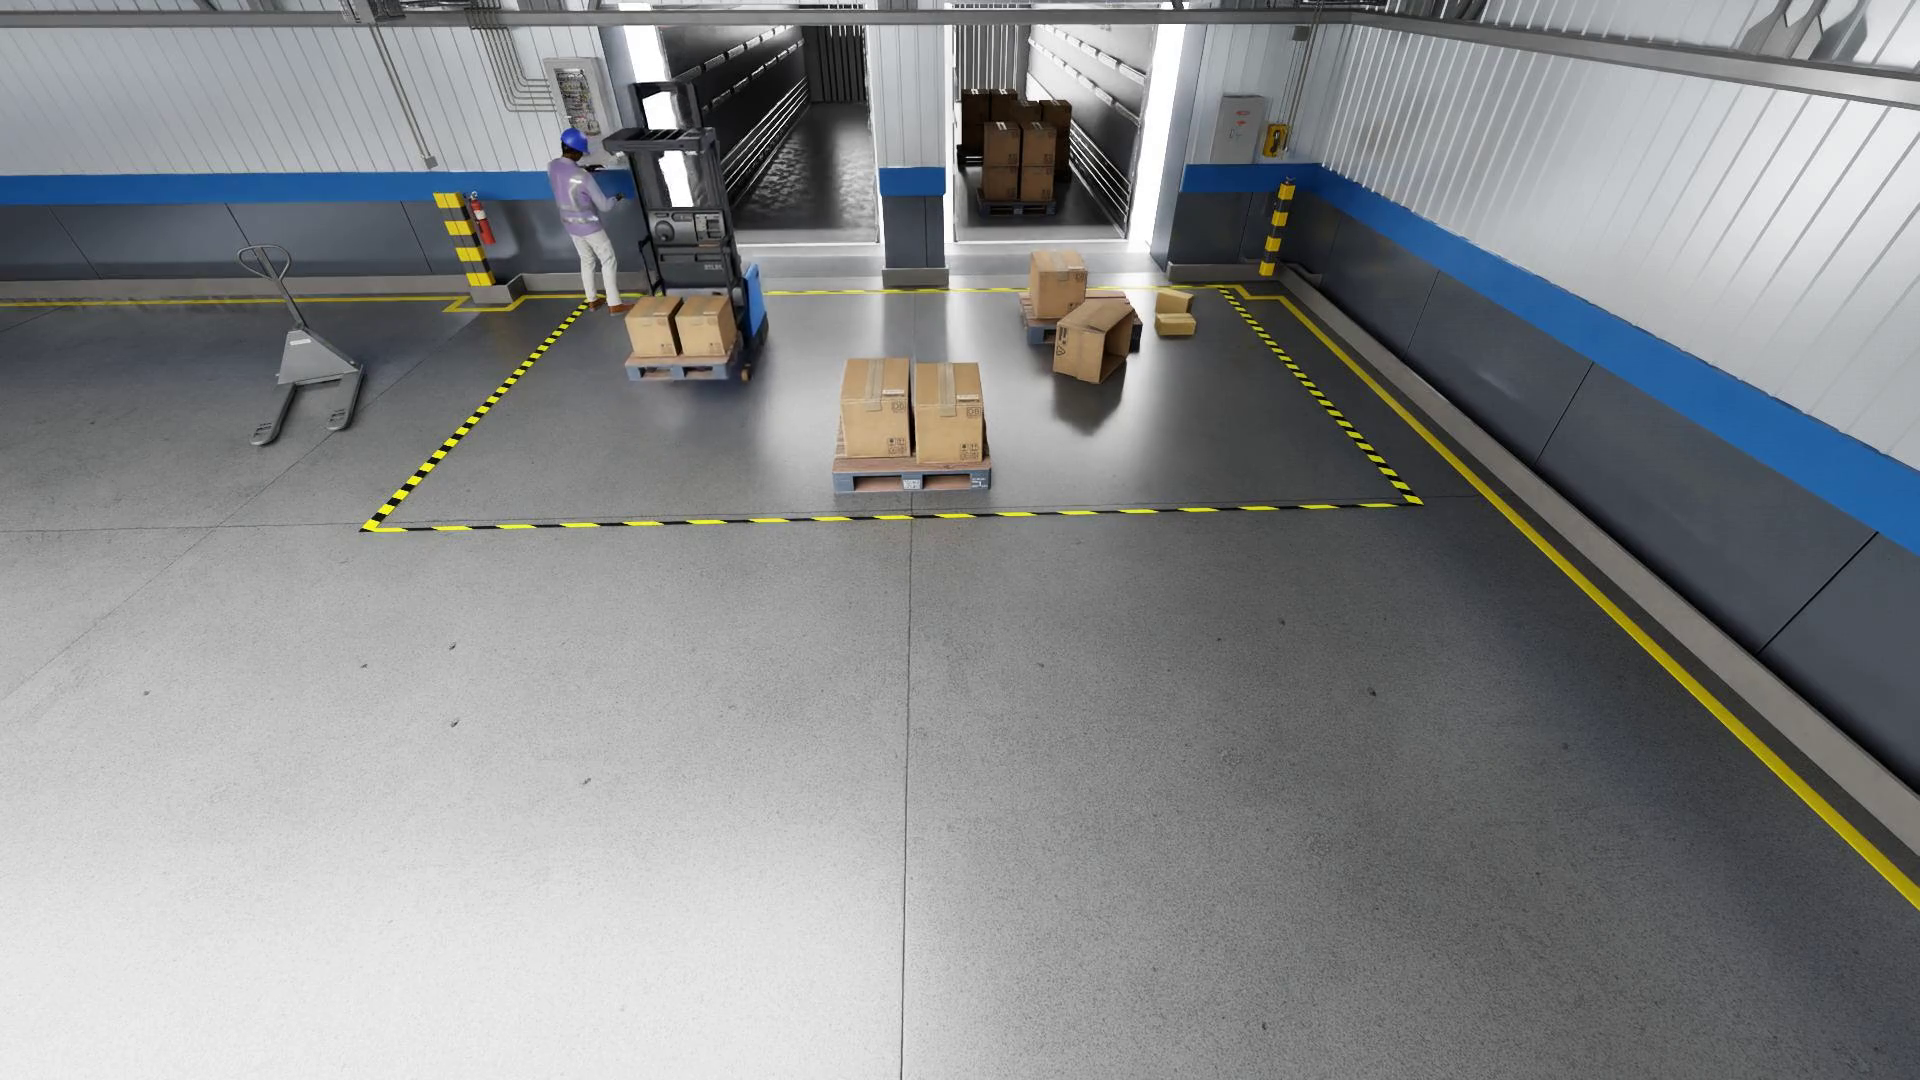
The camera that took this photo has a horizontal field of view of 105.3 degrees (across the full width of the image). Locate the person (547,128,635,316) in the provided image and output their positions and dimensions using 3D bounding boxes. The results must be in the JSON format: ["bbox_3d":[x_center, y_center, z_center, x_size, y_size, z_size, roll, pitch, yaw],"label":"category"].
[{"bbox_3d":[-4.031,-3.492,8.070,0.779,1.879,0.730,16,41,19],"label":"person"}]

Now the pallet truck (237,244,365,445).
[{"bbox_3d":[-5.915,-1.733,6.366,0.680,1.201,1.601,-18,42,-21],"label":"pallet truck"}]

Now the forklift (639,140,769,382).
[{"bbox_3d":[-2.438,-2.819,7.090,0.716,2.013,0.776,-1,38,-2],"label":"forklift"}]
